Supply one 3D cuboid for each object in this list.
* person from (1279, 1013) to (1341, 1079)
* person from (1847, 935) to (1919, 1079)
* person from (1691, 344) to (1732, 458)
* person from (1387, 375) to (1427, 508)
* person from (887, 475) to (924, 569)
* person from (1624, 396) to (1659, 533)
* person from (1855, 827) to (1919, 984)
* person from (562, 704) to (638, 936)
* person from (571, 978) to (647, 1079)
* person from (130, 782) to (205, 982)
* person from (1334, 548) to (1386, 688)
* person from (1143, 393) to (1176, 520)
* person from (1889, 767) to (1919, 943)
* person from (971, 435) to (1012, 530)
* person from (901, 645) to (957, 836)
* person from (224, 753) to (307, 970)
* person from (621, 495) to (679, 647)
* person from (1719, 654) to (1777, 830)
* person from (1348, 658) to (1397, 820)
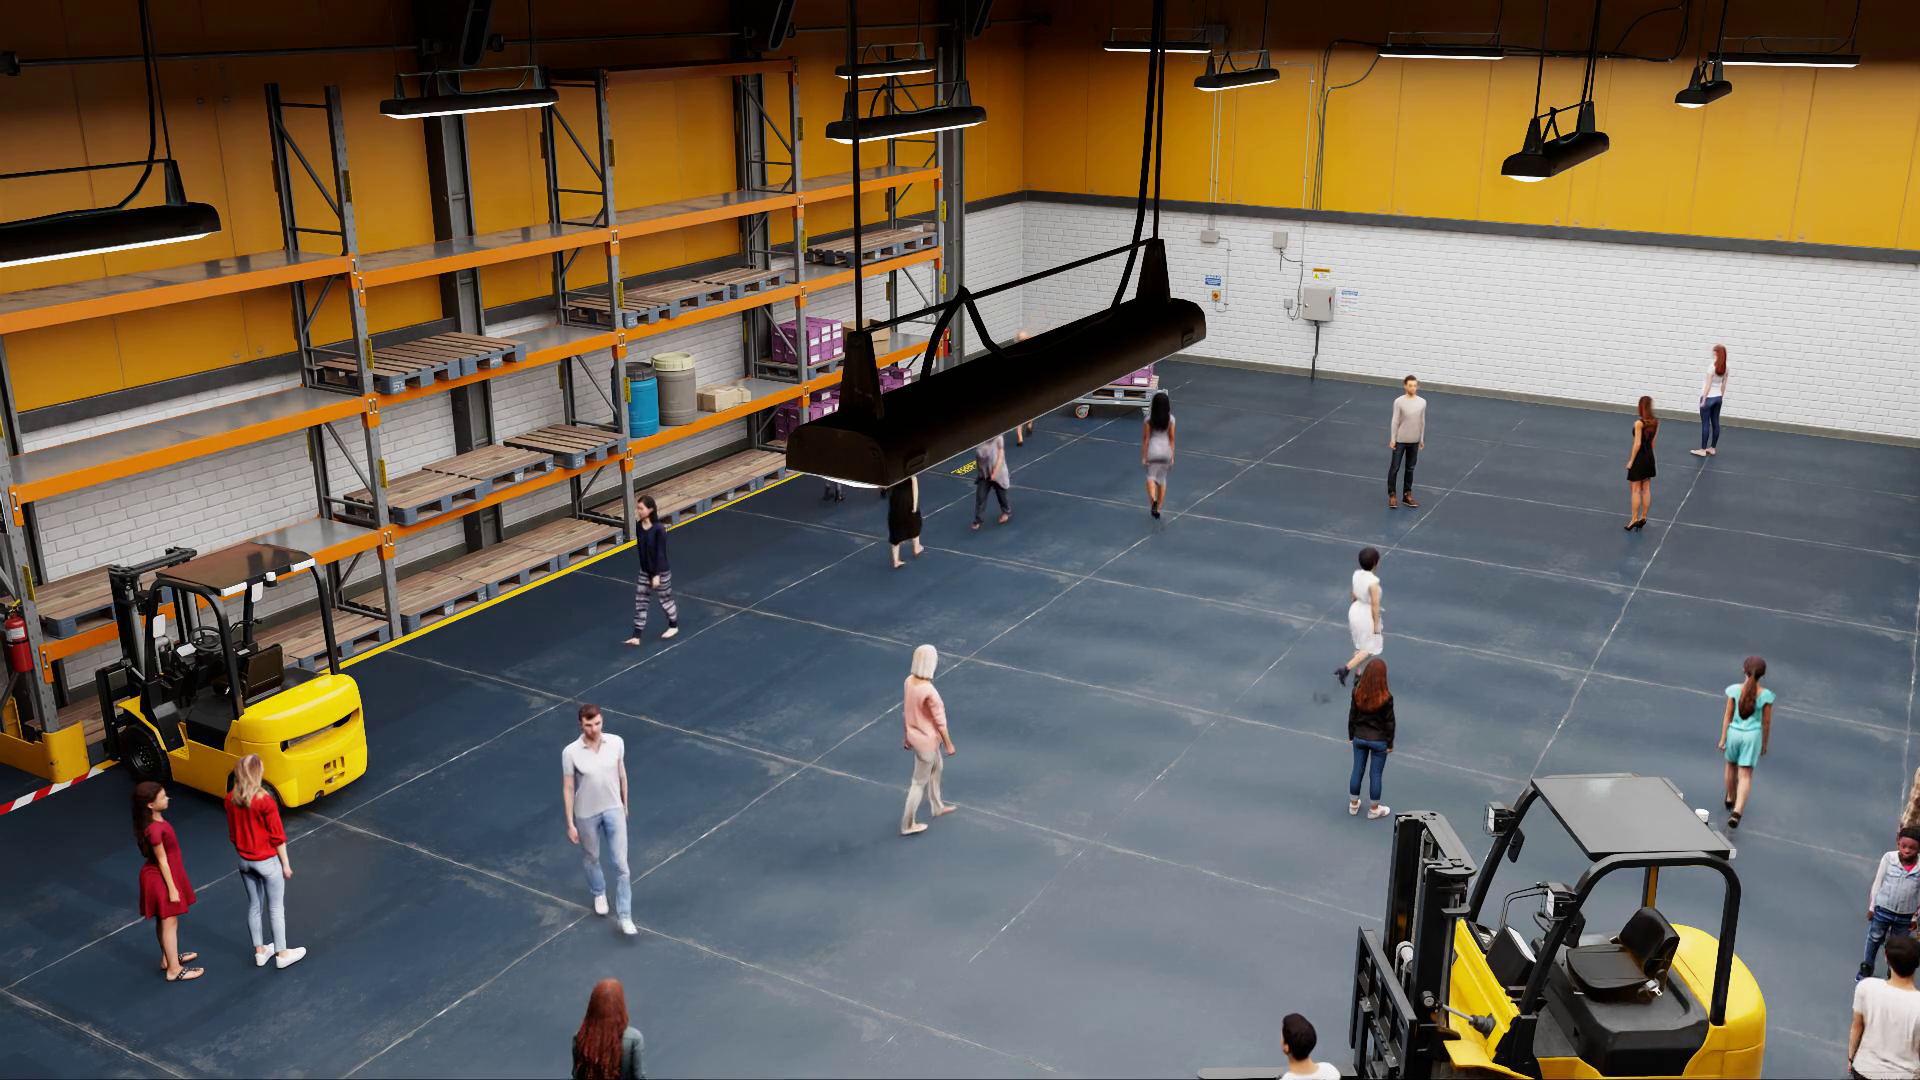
[{"bbox_3d":[1.831,3.411,9.040,0.681,1.780,0.781,-10,21,-26],"label":"person"},{"bbox_3d":[5.472,3.176,9.874,0.982,1.693,0.791,-16,24,-39],"label":"person"},{"bbox_3d":[11.613,-2.160,25.647,0.638,1.740,0.713,-7,20,-20],"label":"person"},{"bbox_3d":[6.211,-1.387,23.150,0.740,1.868,0.782,-3,19,-10],"label":"person"},{"bbox_3d":[-0.750,-0.420,20.720,0.689,1.588,1.039,6,20,18],"label":"person"},{"bbox_3d":[9.058,-1.017,22.107,0.628,1.834,0.729,-10,21,-27],"label":"person"},{"bbox_3d":[6.810,2.657,12.094,0.471,1.261,0.479,11,21,29],"label":"person"},{"bbox_3d":[-2.825,2.092,12.902,1.068,1.816,1.069,-8,20,-22],"label":"person"},{"bbox_3d":[-1.991,3.329,9.402,1.047,1.706,1.195,-2,19,-7],"label":"person"},{"bbox_3d":[-5.841,2.477,12.169,0.713,1.553,0.653,-12,22,-32],"label":"person"},{"bbox_3d":[4.089,0.844,17.042,0.884,1.539,0.790,-8,20,-22],"label":"person"},{"bbox_3d":[2.685,-1.082,22.405,0.797,1.766,0.916,0,19,1],"label":"person"},{"bbox_3d":[7.260,2.214,12.617,0.909,1.766,0.951,-6,20,-18],"label":"person"},{"bbox_3d":[0.467,-0.928,22.263,0.638,1.564,1.089,10,21,28],"label":"person"},{"bbox_3d":[-0.379,1.730,14.152,0.960,1.704,0.842,-10,21,-27],"label":"person"},{"bbox_3d":[-5.159,2.366,12.261,0.662,1.704,0.588,5,19,15],"label":"person"},{"bbox_3d":[-3.308,0.322,18.351,0.640,1.692,1.024,11,22,30],"label":"person"},{"bbox_3d":[6.767,1.748,14.363,0.571,1.535,1.020,10,21,26],"label":"person"},{"bbox_3d":[3.586,1.722,14.523,0.569,1.483,0.512,12,22,31],"label":"person"}]
